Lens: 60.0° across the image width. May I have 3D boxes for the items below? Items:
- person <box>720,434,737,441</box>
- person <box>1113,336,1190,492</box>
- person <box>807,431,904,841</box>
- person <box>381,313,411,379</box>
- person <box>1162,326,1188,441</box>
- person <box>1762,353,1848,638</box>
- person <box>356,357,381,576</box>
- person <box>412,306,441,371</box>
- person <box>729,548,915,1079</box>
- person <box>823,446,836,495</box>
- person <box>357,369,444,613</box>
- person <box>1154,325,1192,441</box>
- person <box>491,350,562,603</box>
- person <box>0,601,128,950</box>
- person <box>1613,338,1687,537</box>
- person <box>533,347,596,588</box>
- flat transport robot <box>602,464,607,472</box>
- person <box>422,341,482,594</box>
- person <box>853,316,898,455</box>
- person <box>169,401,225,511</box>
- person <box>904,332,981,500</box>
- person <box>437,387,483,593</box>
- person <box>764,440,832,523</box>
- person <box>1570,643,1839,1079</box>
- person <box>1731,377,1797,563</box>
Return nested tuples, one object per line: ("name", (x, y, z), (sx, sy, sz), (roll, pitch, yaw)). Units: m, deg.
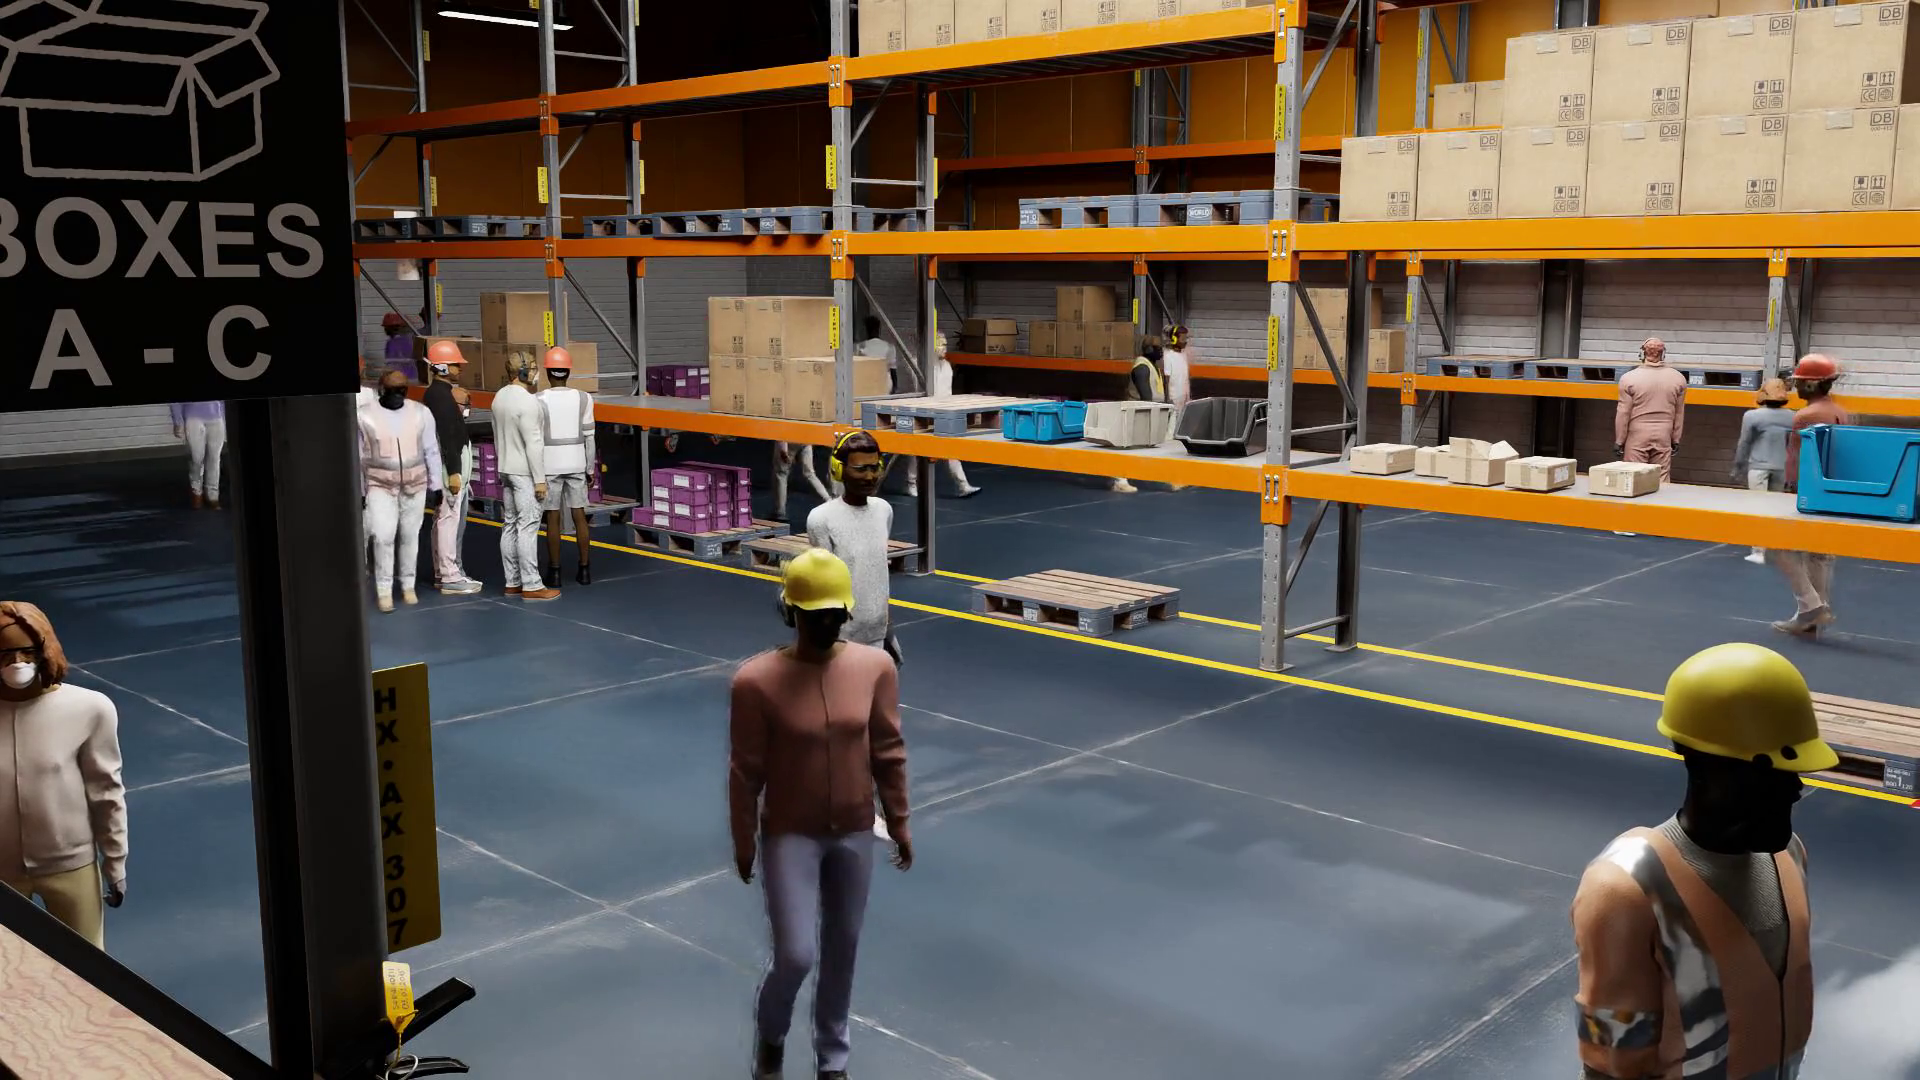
("person", (-3.408, -2.421, 24.601), (0.532, 1.960, 0.645), (3, 10, 20))
("person", (2.184, -1.417, 18.944), (0.942, 1.792, 0.638), (4, 10, 22))
("person", (-0.450, 0.448, 7.303), (0.312, 1.865, 0.535), (7, 12, 39))
("person", (-8.126, -2.299, 23.970), (0.390, 1.927, 0.565), (1, 9, 4))
("person", (2.653, -1.680, 20.336), (0.328, 1.873, 0.512), (6, 11, 34))
("person", (5.857, -0.295, 11.498), (0.651, 1.980, 0.435), (-7, 11, -36))
("person", (-5.138, -0.644, 14.057), (0.692, 1.835, 0.942), (-6, 11, -34))
("person", (-7.810, -2.467, 24.626), (0.605, 2.045, 0.379), (6, 11, 34))
("person", (-0.410, 0.884, 4.985), (0.537, 1.756, 0.369), (-5, 10, -28))
("person", (-1.371, -1.302, 18.766), (0.376, 1.622, 0.537), (4, 10, 22))
("person", (-4.206, -0.371, 12.503), (0.623, 1.806, 0.743), (-5, 11, -30))
("person", (2.564, -1.732, 20.689), (0.670, 1.856, 0.934), (-8, 12, -41))
("person", (-3.368, -0.490, 12.828), (0.371, 1.940, 0.627), (-8, 12, -40))
("person", (-2.685, 0.972, 4.834), (0.493, 1.625, 0.281), (-4, 10, -24))
("person", (6.553, -0.970, 15.871), (0.642, 1.909, 0.409), (0, 9, 0))
("person", (-3.216, -0.584, 13.406), (0.553, 1.935, 0.361), (-5, 11, -30))
("flat transport robot", (-5.179, -0.939, 20.681), (1.431, 0.197, 0.652), (-4, 10, -25))
("person", (-4.049, -0.572, 13.164), (0.382, 1.995, 0.612), (-4, 10, -25))
("person", (-1.141, -2.074, 22.629), (0.653, 1.939, 0.788), (-2, 9, -12))
("person", (-7.954, -1.252, 17.525), (0.652, 1.928, 0.434), (-8, 13, -42))
("person", (-0.254, -1.361, 18.438), (1.003, 1.854, 0.646), (9, 13, 44))
("person", (-3.993, -0.400, 13.209), (0.283, 1.633, 0.498), (0, 9, -1))
("person", (-1.582, -0.995, 16.348), (0.808, 1.804, 0.592), (8, 12, 40))
("person", (1.313, 1.124, 2.969), (0.587, 1.928, 0.363), (-7, 12, -37))
("person", (7.052, -0.612, 14.554), (0.513, 1.630, 0.358), (0, 9, 0))
